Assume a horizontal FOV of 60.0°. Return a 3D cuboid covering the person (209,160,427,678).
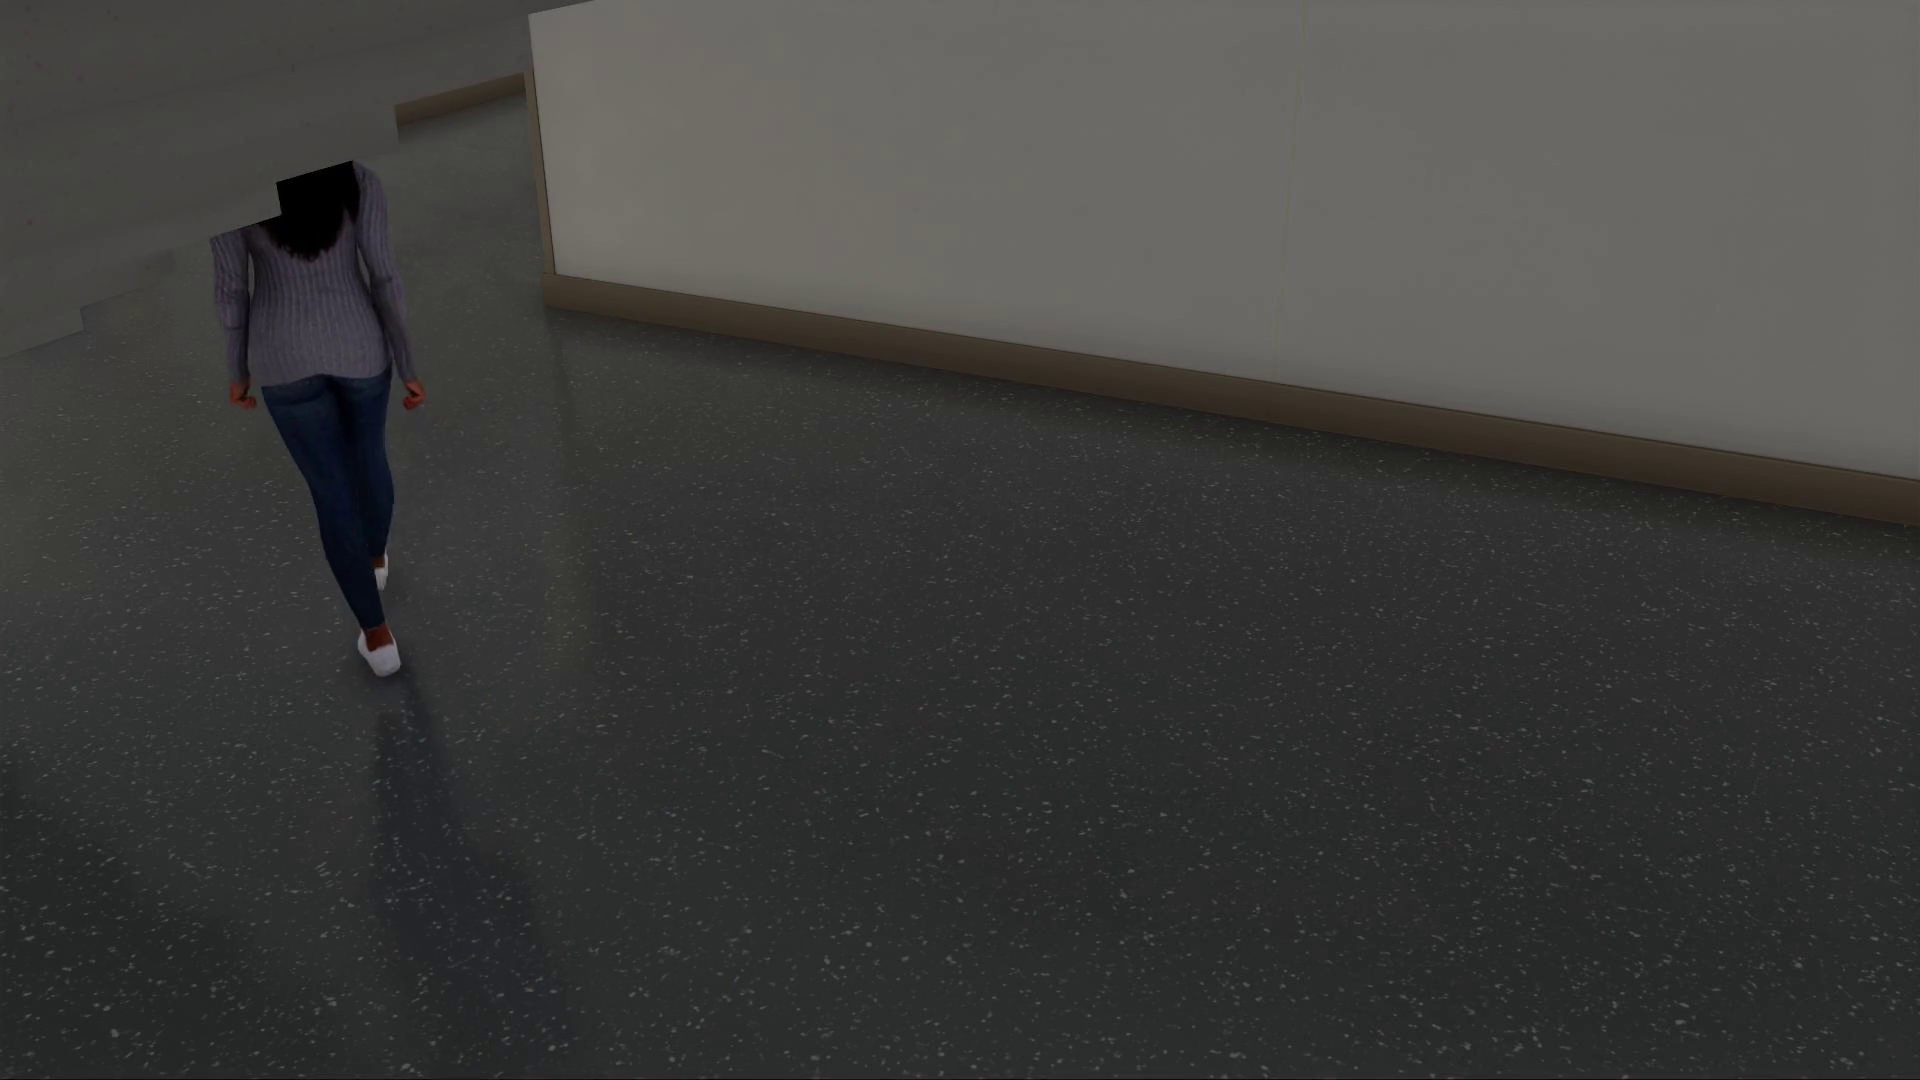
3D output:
[{"bbox_3d":[-1.692,-0.419,4.488,0.974,1.706,1.105,-14,29,-27],"label":"person"}]
